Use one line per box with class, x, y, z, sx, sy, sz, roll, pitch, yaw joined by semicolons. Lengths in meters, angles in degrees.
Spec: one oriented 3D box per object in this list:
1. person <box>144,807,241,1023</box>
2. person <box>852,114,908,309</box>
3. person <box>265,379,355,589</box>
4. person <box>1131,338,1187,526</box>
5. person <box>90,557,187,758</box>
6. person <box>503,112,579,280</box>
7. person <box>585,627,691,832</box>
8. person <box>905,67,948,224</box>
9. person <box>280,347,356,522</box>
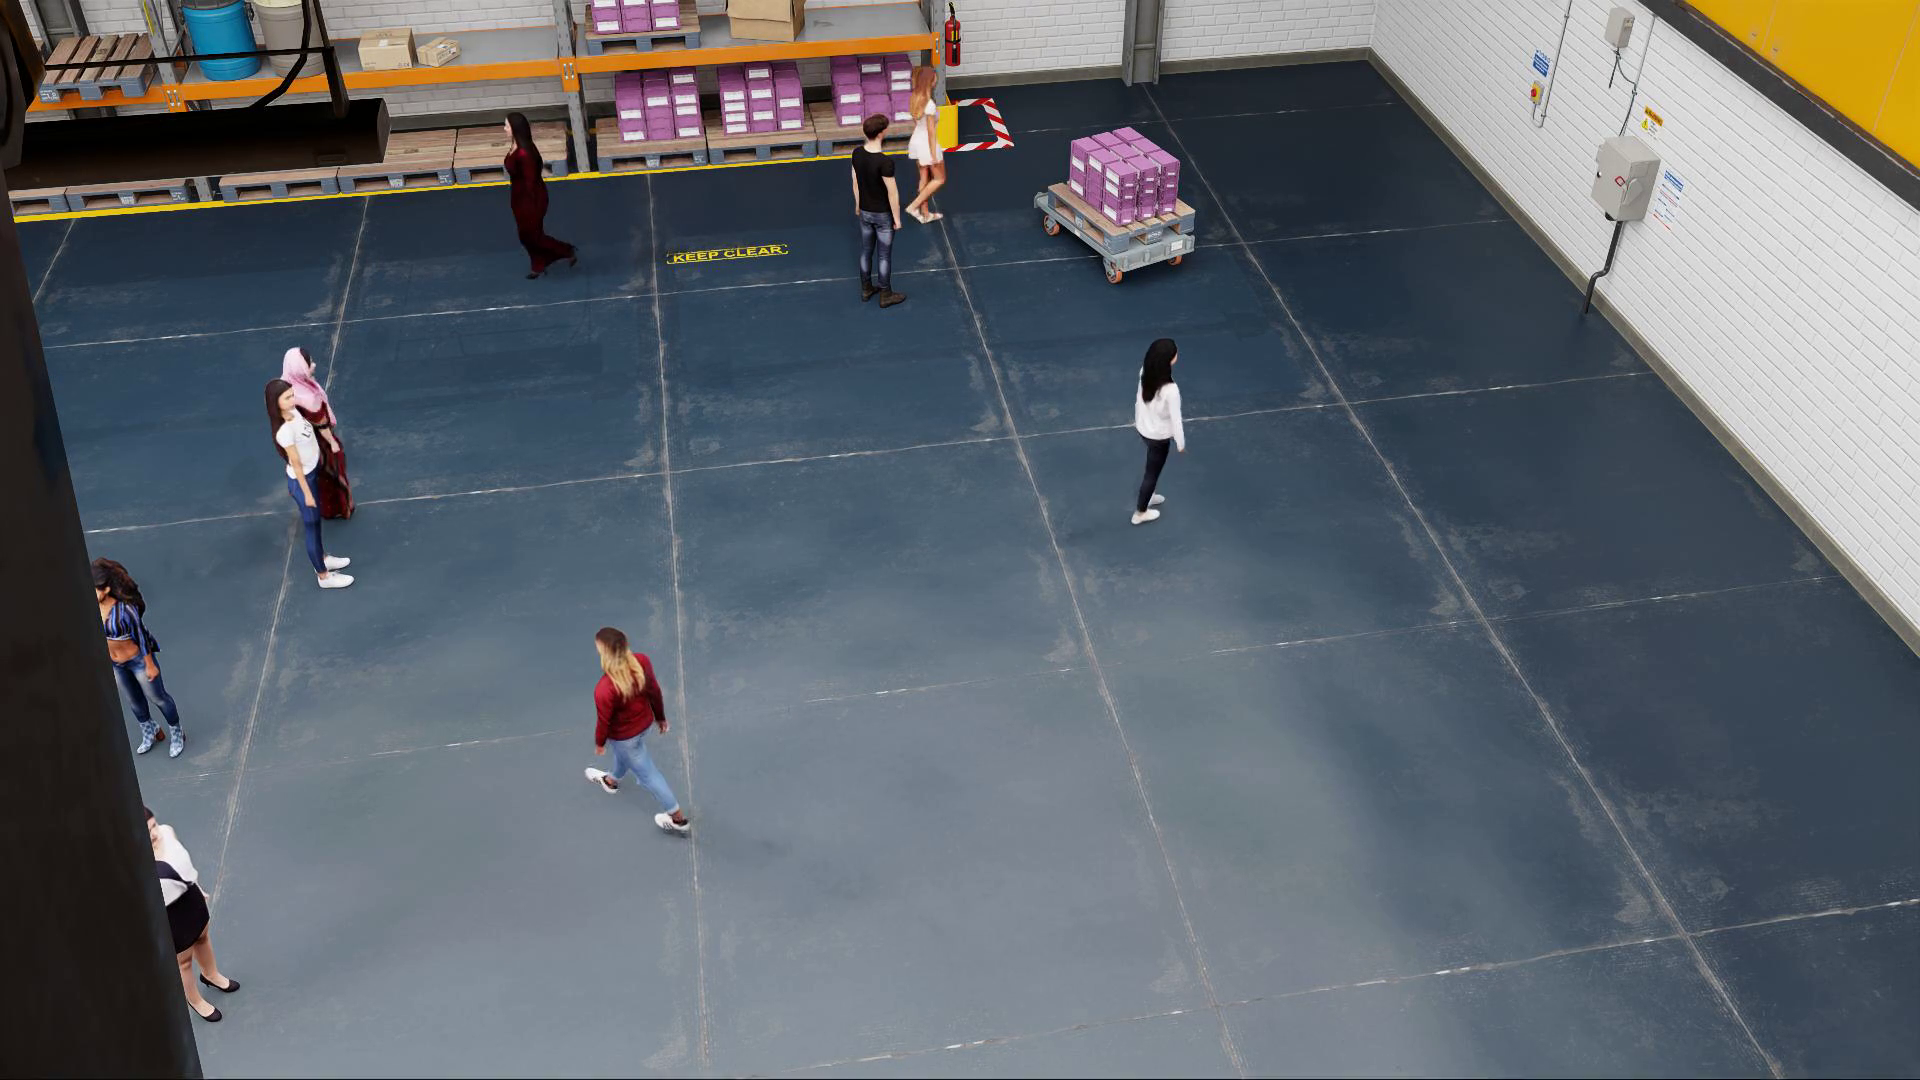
person;-4.424;2.086;9.378;0.615;1.649;0.617;7;39;9
person;-0.792;-3.100;15.674;0.758;1.896;0.809;25;45;28
person;-4.905;-0.423;12.419;0.544;1.775;0.606;-10;40;-12
person;1.455;-0.825;12.993;0.725;1.687;0.718;-18;42;-22
person;-5.500;0.794;11.022;0.598;1.617;0.738;6;39;7
person;-4.060;-3.293;16.038;0.874;1.744;0.788;-16;41;-19
person;-2.013;1.236;10.497;1.170;1.581;1.040;19;42;22
person;-0.419;-3.980;16.943;0.761;1.688;0.692;-17;42;-20
person;-5.110;-0.777;12.988;0.822;1.618;0.778;-25;45;-28
